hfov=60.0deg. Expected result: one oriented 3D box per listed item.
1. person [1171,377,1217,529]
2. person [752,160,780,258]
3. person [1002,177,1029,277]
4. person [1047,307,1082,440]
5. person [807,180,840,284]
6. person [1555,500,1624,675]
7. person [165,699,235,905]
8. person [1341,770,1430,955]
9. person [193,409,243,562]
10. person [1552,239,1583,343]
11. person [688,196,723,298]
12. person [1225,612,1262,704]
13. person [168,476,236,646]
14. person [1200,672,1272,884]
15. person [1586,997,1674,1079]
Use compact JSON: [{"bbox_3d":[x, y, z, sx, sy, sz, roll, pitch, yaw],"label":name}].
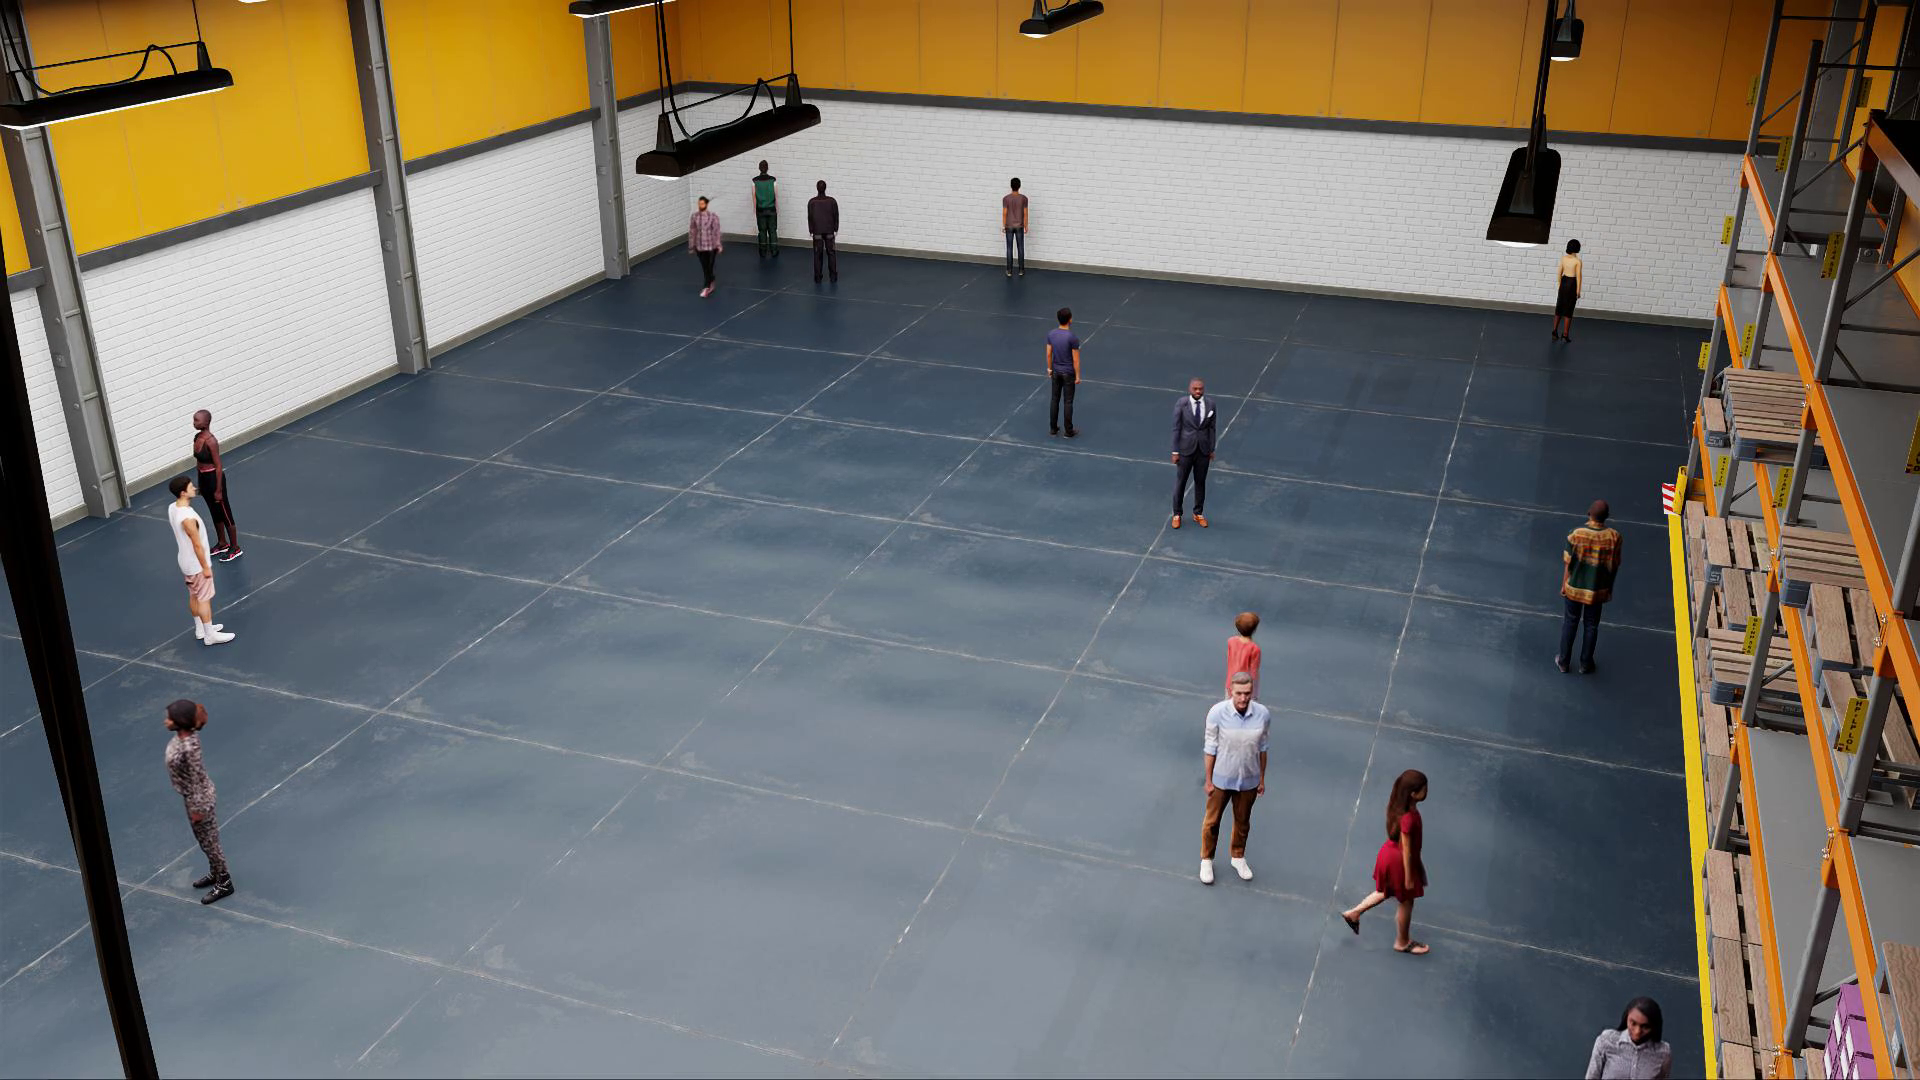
[{"bbox_3d":[2.756,-1.053,19.666,0.790,1.824,0.776,-3,24,-7],"label":"person"},{"bbox_3d":[-3.696,-6.328,31.710,0.734,1.843,0.743,-2,24,-5],"label":"person"},{"bbox_3d":[1.003,-5.739,30.444,0.706,1.778,0.683,-1,24,-3],"label":"person"},{"bbox_3d":[1.390,-2.264,22.474,0.674,1.793,0.579,13,27,27],"label":"person"},{"bbox_3d":[-2.459,-5.556,29.950,0.795,1.838,0.758,-3,24,-7],"label":"person"},{"bbox_3d":[6.122,0.453,16.241,0.717,1.808,0.678,6,24,13],"label":"person"},{"bbox_3d":[-5.880,1.995,12.832,0.729,1.713,0.683,-15,28,-30],"label":"person"},{"bbox_3d":[3.172,2.361,12.211,0.760,1.539,0.878,2,24,4],"label":"person"},{"bbox_3d":[-8.434,-0.643,18.810,0.629,1.758,0.604,15,28,31],"label":"person"},{"bbox_3d":[9.732,-3.999,26.618,0.703,1.653,0.667,-15,28,-30],"label":"person"},{"bbox_3d":[-4.425,-5.155,29.173,0.765,1.725,1.144,6,24,14],"label":"person"},{"bbox_3d":[2.459,1.316,14.777,0.724,1.399,0.894,21,31,39],"label":"person"},{"bbox_3d":[-7.759,0.202,16.837,0.725,1.789,0.724,-20,31,-38],"label":"person"},{"bbox_3d":[2.148,1.834,13.057,0.764,1.827,0.740,-3,24,-6],"label":"person"},{"bbox_3d":[3.844,3.370,9.673,0.599,1.724,0.509,9,25,20],"label":"person"}]
